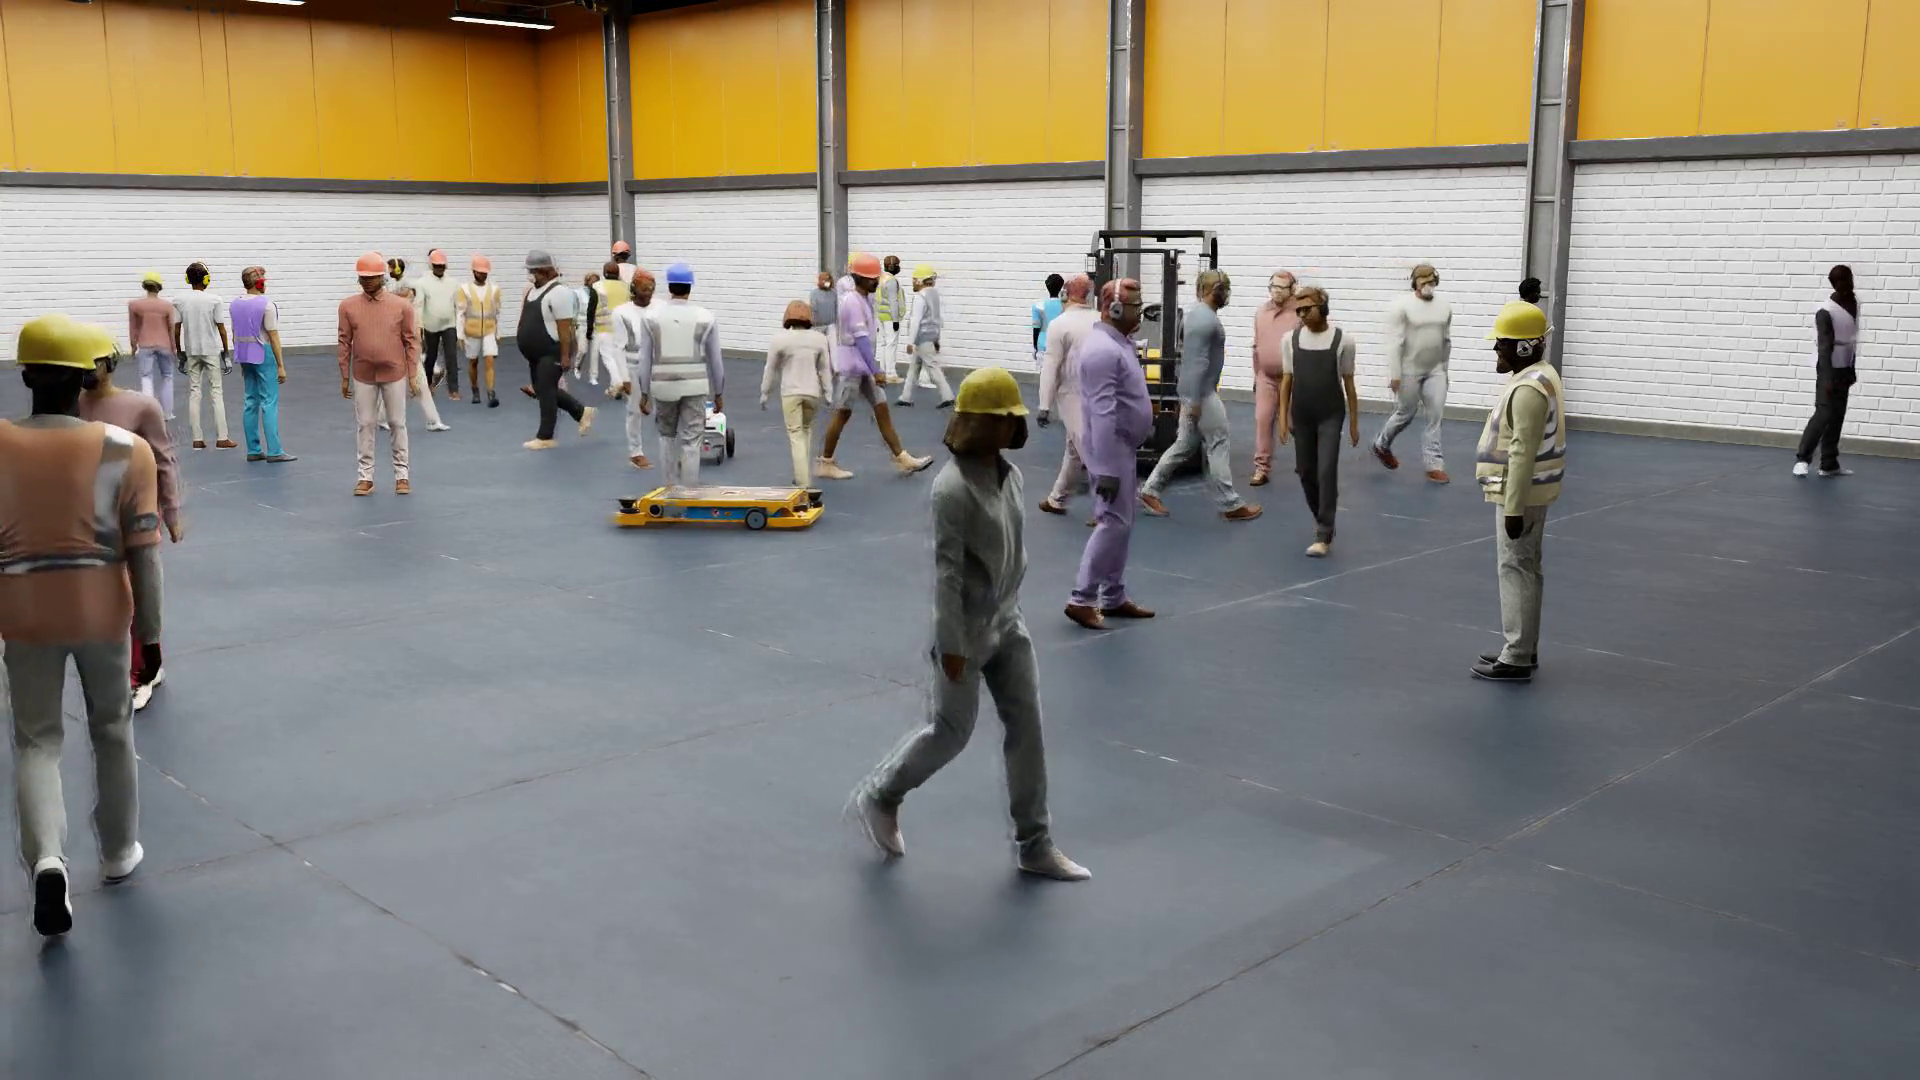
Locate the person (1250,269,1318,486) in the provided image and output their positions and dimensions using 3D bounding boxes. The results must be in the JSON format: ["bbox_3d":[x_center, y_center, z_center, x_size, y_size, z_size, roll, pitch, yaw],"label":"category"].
[{"bbox_3d":[2.834,-1.410,14.349,0.682,1.863,0.849,9,14,40],"label":"person"}]

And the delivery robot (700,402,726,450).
[{"bbox_3d":[-2.398,-1.070,15.775,0.477,0.478,0.707,-1,10,-7],"label":"delivery robot"}]

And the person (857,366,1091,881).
[{"bbox_3d":[0.037,0.273,5.545,0.796,1.718,0.496,7,13,34],"label":"person"}]

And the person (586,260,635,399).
[{"bbox_3d":[-4.538,-2.755,21.819,0.618,1.811,0.891,-7,13,-35],"label":"person"}]

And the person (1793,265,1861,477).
[{"bbox_3d":[7.681,-1.478,14.680,0.697,1.876,0.368,-9,14,-41],"label":"person"}]

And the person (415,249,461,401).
[{"bbox_3d":[-6.832,-2.817,21.754,0.619,1.964,0.971,-6,12,-32],"label":"person"}]

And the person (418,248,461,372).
[{"bbox_3d":[-8.094,-3.513,25.585,0.620,1.938,0.833,5,11,24],"label":"person"}]

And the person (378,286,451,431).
[{"bbox_3d":[-6.033,-1.966,18.108,0.886,1.594,0.526,4,11,19],"label":"person"}]

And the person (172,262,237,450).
[{"bbox_3d":[-7.542,-1.829,16.585,0.532,1.869,0.310,-1,10,-5],"label":"person"}]

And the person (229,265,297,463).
[{"bbox_3d":[-6.591,-1.644,15.632,0.566,1.850,0.389,5,11,25],"label":"person"}]

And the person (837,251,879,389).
[{"bbox_3d":[-1.440,-3.079,23.284,0.611,1.909,0.557,-6,12,-29],"label":"person"}]

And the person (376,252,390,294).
[{"bbox_3d":[-9.626,-3.833,27.595,0.350,1.856,0.720,-7,12,-33],"label":"person"}]

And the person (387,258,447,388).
[{"bbox_3d":[-7.673,-3.012,23.171,0.884,1.832,0.528,-3,11,-14],"label":"person"}]

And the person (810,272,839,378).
[{"bbox_3d":[-2.025,-3.224,24.969,0.522,1.583,0.867,-5,12,-27],"label":"person"}]

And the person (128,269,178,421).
[{"bbox_3d":[-9.172,-2.201,18.944,0.528,1.743,0.659,-4,11,-19],"label":"person"}]

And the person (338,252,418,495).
[{"bbox_3d":[-4.777,-1.356,13.668,0.619,1.990,0.395,-2,11,-12],"label":"person"}]

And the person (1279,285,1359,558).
[{"bbox_3d":[2.453,-0.828,11.298,0.537,1.815,0.819,5,12,26],"label":"person"}]

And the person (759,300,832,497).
[{"bbox_3d":[-1.366,-1.177,13.754,0.567,1.597,0.730,-6,12,-28],"label":"person"}]

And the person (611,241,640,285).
[{"bbox_3d":[-5.100,-3.500,25.220,0.382,2.045,0.605,8,13,39],"label":"person"}]

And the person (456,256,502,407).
[{"bbox_3d":[-6.019,-2.607,20.844,0.578,1.869,1.052,-5,11,-25],"label":"person"}]

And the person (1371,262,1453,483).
[{"bbox_3d":[3.981,-1.472,14.563,0.646,1.913,0.853,-4,11,-19],"label":"person"}]

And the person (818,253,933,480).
[{"bbox_3d":[-0.782,-1.483,14.429,1.034,1.973,0.602,2,11,13],"label":"person"}]

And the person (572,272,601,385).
[{"bbox_3d":[-5.324,-3.033,23.821,0.542,1.613,0.544,-6,12,-28],"label":"person"}]

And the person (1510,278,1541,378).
[{"bbox_3d":[5.952,-1.919,17.568,0.320,1.694,0.532,4,11,20],"label":"person"}]

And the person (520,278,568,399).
[{"bbox_3d":[-5.384,-2.682,21.275,0.997,1.850,0.656,6,12,28],"label":"person"}]

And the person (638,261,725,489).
[{"bbox_3d":[-2.123,-1.160,12.759,0.653,1.925,0.696,-1,10,-4],"label":"person"}]

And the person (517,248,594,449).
[{"bbox_3d":[-4.089,-1.952,16.791,0.775,2.000,0.689,-8,13,-37],"label":"person"}]

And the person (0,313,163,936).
[{"bbox_3d":[-2.800,0.248,5.197,0.594,1.898,0.834,-4,11,-22],"label":"person"}]

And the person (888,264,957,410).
[{"bbox_3d":[-0.431,-2.472,20.330,0.921,1.789,0.609,3,11,16],"label":"person"}]

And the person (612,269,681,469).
[{"bbox_3d":[-2.791,-1.501,14.918,0.623,1.828,1.022,-5,12,-27],"label":"person"}]

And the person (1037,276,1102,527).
[{"bbox_3d":[0.902,-1.040,12.400,0.714,1.839,1.042,-9,14,-41],"label":"person"}]

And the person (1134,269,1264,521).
[{"bbox_3d":[1.779,-1.082,12.501,0.927,1.904,0.658,1,10,5],"label":"person"}]

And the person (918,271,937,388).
[{"bbox_3d":[-0.464,-2.944,23.301,0.315,1.636,0.515,-1,10,-7],"label":"person"}]

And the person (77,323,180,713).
[{"bbox_3d":[-3.837,-0.094,7.476,0.523,1.737,0.728,0,10,2],"label":"person"}]

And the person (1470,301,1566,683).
[{"bbox_3d":[2.676,-0.226,7.982,0.403,1.825,0.596,5,11,24],"label":"person"}]

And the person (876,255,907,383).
[{"bbox_3d":[-0.991,-3.196,24.114,0.429,1.842,0.635,-3,11,-18],"label":"person"}]

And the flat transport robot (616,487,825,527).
[{"bbox_3d":[-1.768,-0.256,12.367,1.431,0.197,0.652,1,10,5],"label":"flat transport robot"}]

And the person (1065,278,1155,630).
[{"bbox_3d":[0.855,-0.472,9.107,0.401,1.909,0.681,2,11,13],"label":"person"}]

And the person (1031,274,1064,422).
[{"bbox_3d":[1.075,-2.186,19.005,0.535,1.697,0.318,-1,10,-6],"label":"person"}]

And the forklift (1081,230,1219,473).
[{"bbox_3d":[1.804,-1.825,15.677,1.214,2.155,2.313,2,11,13],"label":"forklift"}]
